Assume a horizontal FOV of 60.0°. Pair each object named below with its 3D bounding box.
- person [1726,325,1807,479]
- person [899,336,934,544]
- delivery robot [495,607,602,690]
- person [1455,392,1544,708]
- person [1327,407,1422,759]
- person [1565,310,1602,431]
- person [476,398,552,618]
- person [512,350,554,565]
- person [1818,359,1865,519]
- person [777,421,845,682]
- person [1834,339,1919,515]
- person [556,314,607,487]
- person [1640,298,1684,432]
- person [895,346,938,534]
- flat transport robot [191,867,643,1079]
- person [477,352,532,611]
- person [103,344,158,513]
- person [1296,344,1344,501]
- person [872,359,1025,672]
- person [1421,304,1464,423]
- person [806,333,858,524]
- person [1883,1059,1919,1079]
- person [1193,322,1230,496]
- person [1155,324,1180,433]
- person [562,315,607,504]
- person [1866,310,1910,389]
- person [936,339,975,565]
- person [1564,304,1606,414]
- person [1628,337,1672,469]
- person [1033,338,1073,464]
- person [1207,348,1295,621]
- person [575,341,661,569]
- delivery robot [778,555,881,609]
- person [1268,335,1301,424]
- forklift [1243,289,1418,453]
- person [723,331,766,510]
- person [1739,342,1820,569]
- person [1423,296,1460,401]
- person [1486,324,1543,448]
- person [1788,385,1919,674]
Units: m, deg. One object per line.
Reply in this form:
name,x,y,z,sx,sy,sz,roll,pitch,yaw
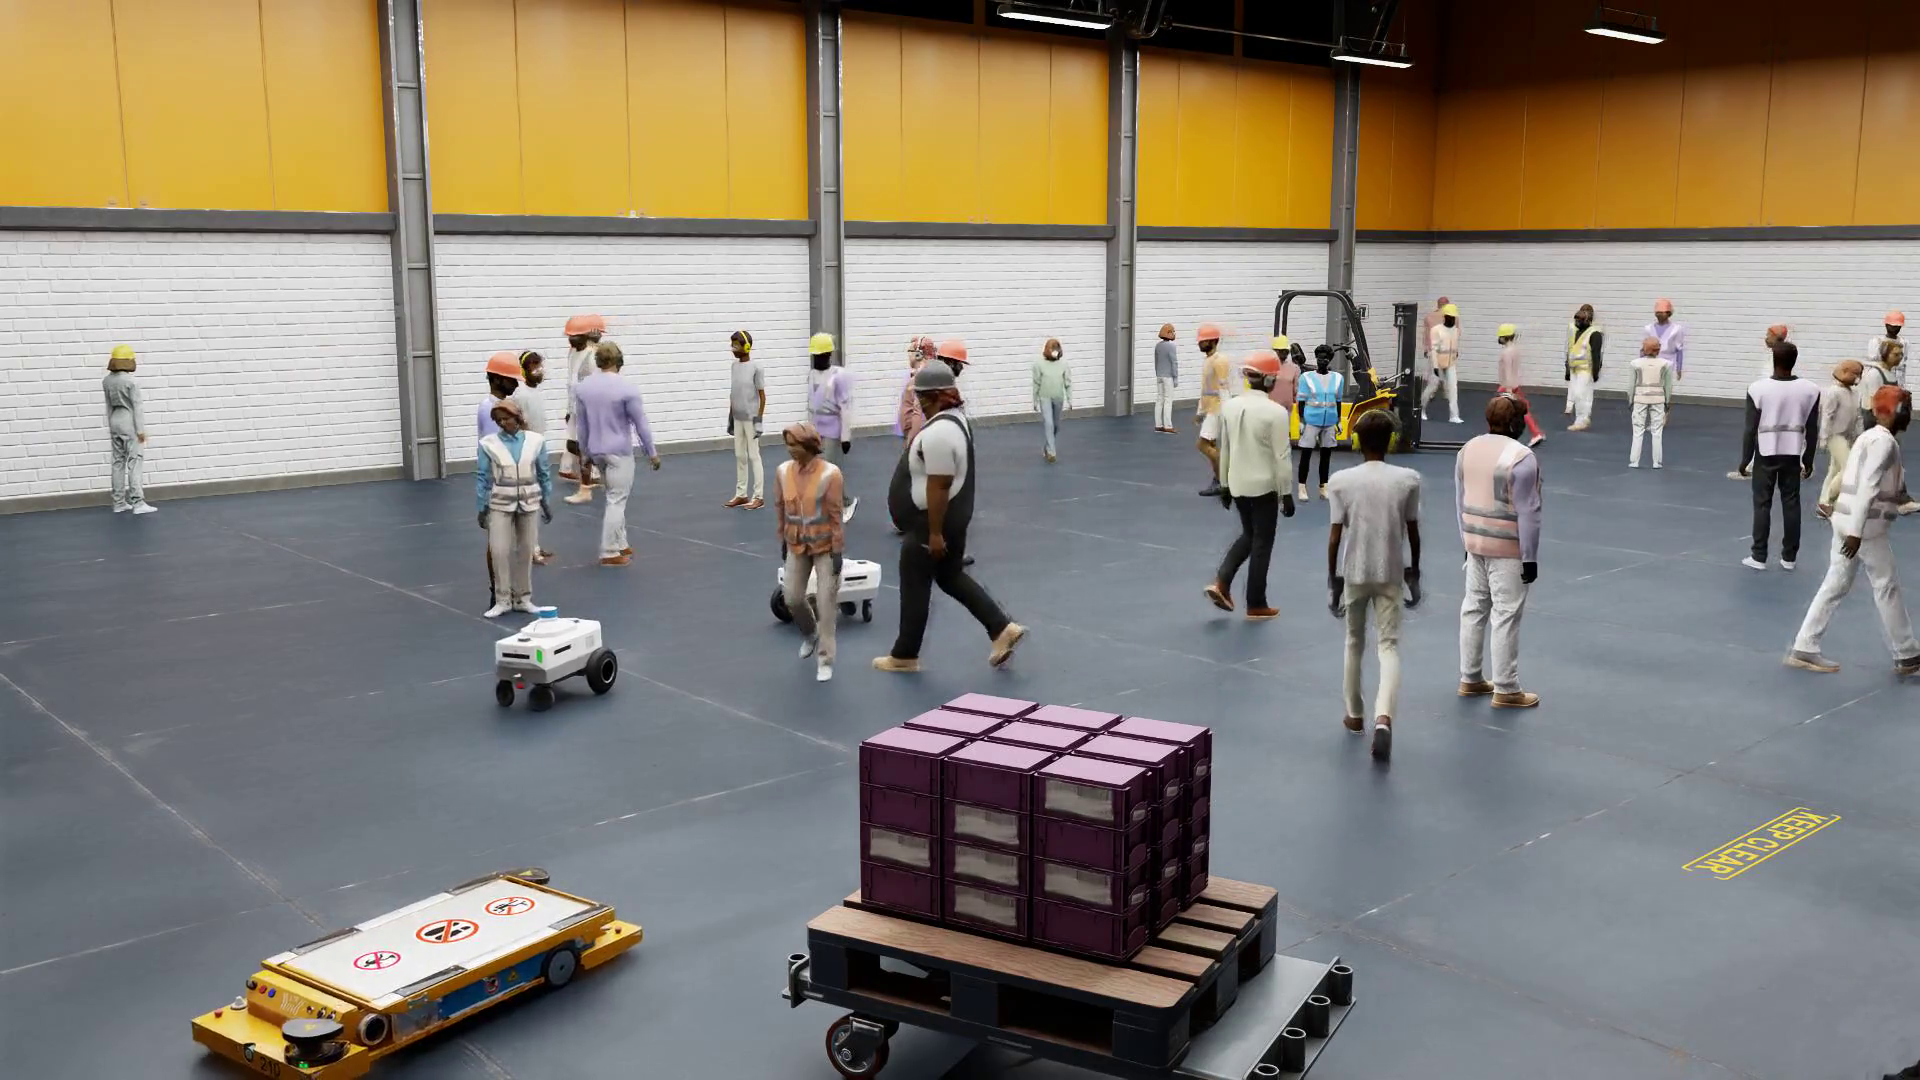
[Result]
person,9.641,-1.616,19.603,0.971,1.842,0.592,1,10,8
person,-0.355,-0.910,15.263,0.409,1.907,0.649,2,10,13
delivery robot,-2.436,0.639,9.867,0.477,0.478,0.707,3,10,19
person,3.182,0.058,9.775,0.429,1.846,0.627,-4,11,-23
person,2.213,0.219,8.892,0.516,1.837,0.880,2,10,14
person,9.336,-2.540,25.040,0.484,1.825,0.662,-3,10,-14
person,-3.245,-0.227,12.107,0.540,1.620,0.350,-5,11,-27
person,-3.650,-0.710,14.301,0.360,1.843,0.644,1,10,6
person,8.779,-0.992,16.555,0.503,1.614,0.395,-8,13,-40
person,-0.903,0.051,10.464,0.513,1.624,0.482,4,10,20
person,9.430,-1.152,17.031,0.504,1.793,0.935,-6,11,-32
person,-4.321,-1.593,19.084,0.576,1.968,0.770,-7,12,-35
person,10.631,-2.652,25.185,0.619,2.014,0.947,9,13,42
person,-0.396,-0.963,15.871,0.428,1.805,0.692,0,10,-1
flat transport robot,-1.874,1.506,5.899,0.652,0.197,1.431,7,12,34
person,-3.404,-0.439,12.441,0.373,1.928,0.543,-2,10,-9
person,-8.560,-1.142,17.115,0.494,1.736,0.309,4,11,23
person,3.873,-1.260,17.916,0.533,1.698,0.322,-2,10,-10
person,-0.075,-0.162,10.490,0.903,2.000,0.689,2,10,13
person,7.684,-2.824,26.547,0.586,1.889,0.955,-4,10,-20
person,-1.276,-1.042,16.015,0.465,1.908,0.599,-7,12,-35
person,1.209,1.432,2.201,0.544,1.678,0.672,4,11,23
person,2.747,-1.410,18.159,0.462,1.921,0.544,0,10,-3
person,3.088,-2.407,24.822,0.282,1.633,0.500,-5,11,-29
person,-3.969,-1.395,17.769,0.579,2.019,0.633,-7,12,-35
person,12.094,-2.021,21.679,0.551,1.933,0.370,-1,10,-6
person,-0.090,-0.749,14.257,0.374,1.928,0.543,-4,10,-22
person,10.422,-3.013,27.780,0.624,1.838,0.430,4,11,23
person,8.540,-1.692,20.612,0.511,1.644,0.307,3,10,18
person,1.177,-1.803,21.398,0.505,1.601,0.801,-2,10,-11
person,2.124,-0.385,11.963,0.471,1.977,0.627,-6,11,-31
person,-2.887,-0.723,14.130,0.660,1.918,0.631,6,11,31
delivery robot,-0.928,0.288,11.923,0.707,0.478,0.477,-6,11,-29
person,3.737,-1.544,19.515,0.534,1.725,0.892,-3,10,-15
forklift,5.034,-2.339,22.783,2.313,2.155,1.214,3,10,16
person,-2.247,-1.248,17.367,0.519,1.865,0.326,8,13,40
person,6.905,-0.705,14.026,0.596,1.916,0.372,1,10,7
person,8.768,-3.477,30.294,0.648,1.904,0.401,5,11,29
person,7.615,-2.121,22.918,0.920,1.719,0.539,6,11,30
person,5.777,-0.051,10.468,0.946,1.820,0.651,2,10,14
